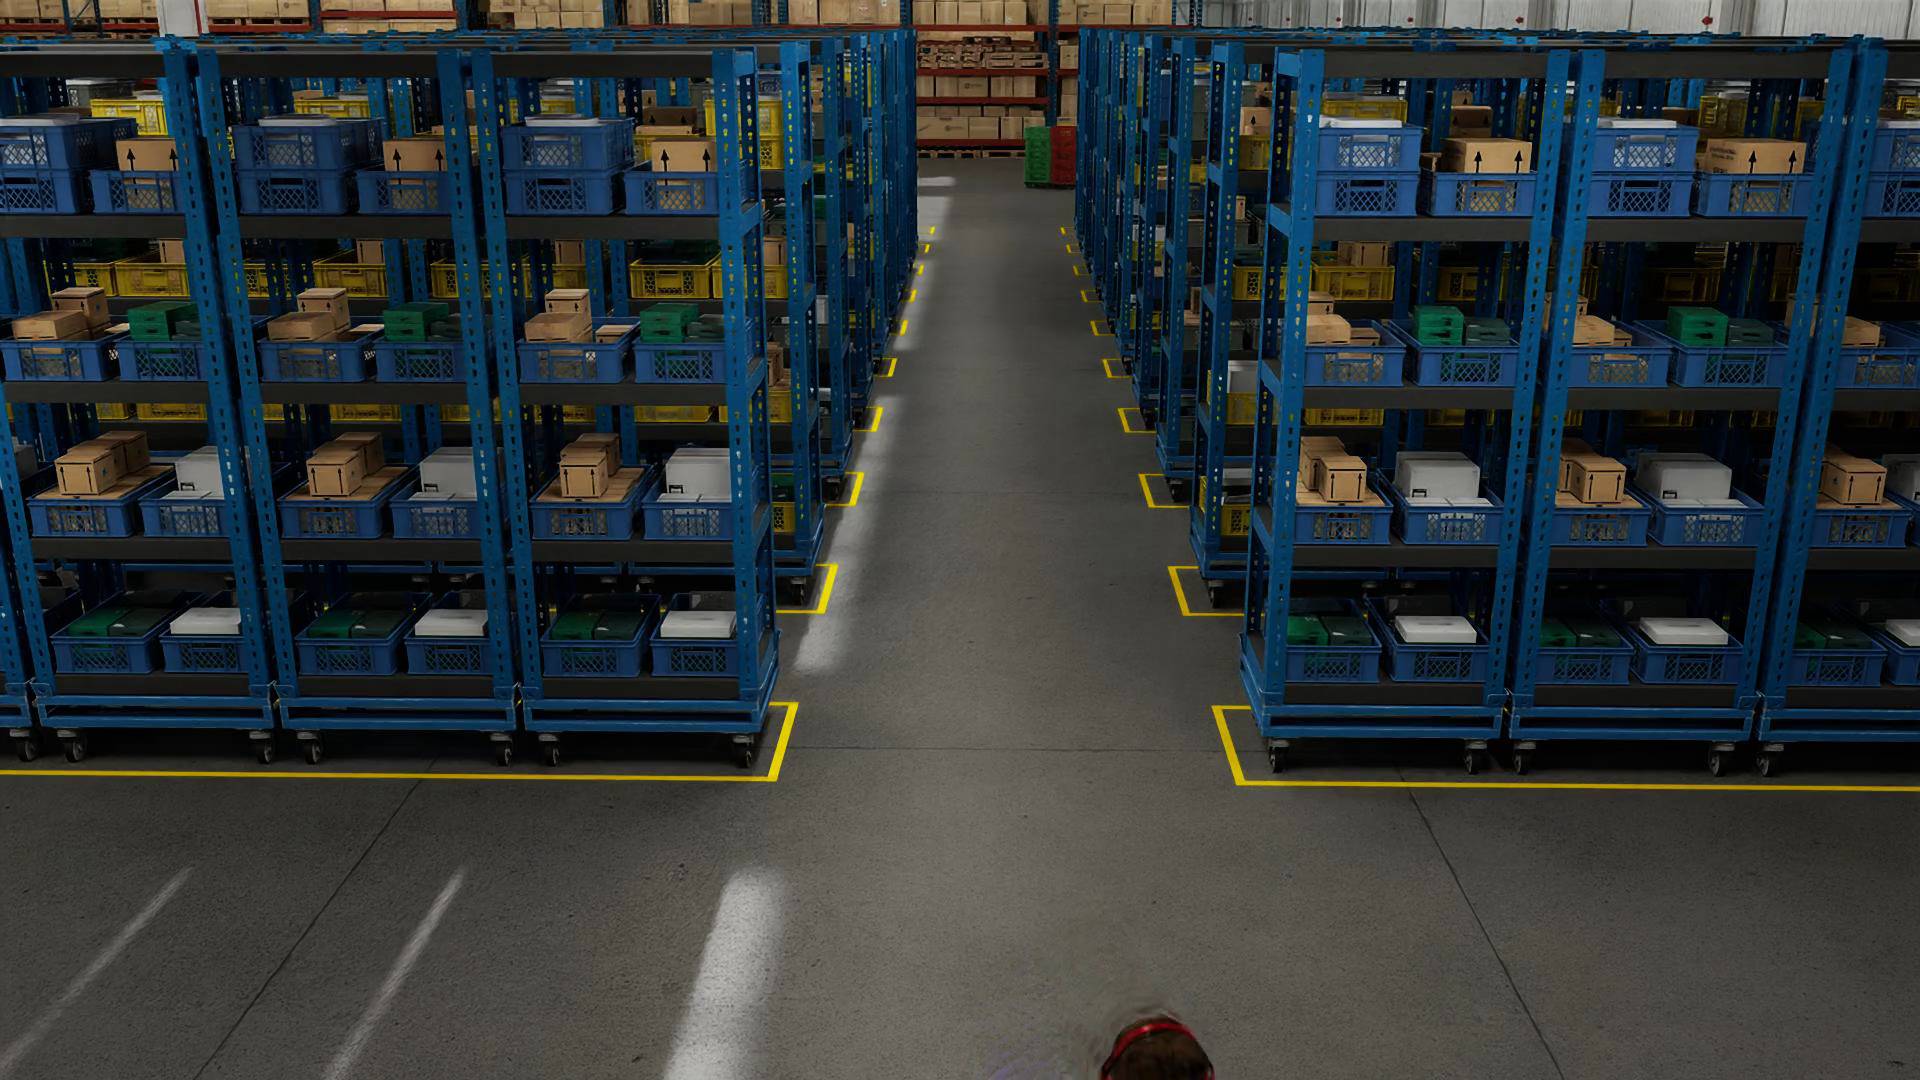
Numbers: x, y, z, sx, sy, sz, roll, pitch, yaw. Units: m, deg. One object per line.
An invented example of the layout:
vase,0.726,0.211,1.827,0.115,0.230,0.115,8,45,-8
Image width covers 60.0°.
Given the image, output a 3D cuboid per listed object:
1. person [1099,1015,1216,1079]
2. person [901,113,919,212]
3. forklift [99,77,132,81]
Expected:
person,0.371,1.793,3.667,0.575,1.823,0.781,-2,18,-6
person,-1.055,-7.477,32.921,0.623,1.992,0.391,-16,23,-41
forklift,-25.106,-13.159,49.575,1.873,2.768,1.129,13,22,36
